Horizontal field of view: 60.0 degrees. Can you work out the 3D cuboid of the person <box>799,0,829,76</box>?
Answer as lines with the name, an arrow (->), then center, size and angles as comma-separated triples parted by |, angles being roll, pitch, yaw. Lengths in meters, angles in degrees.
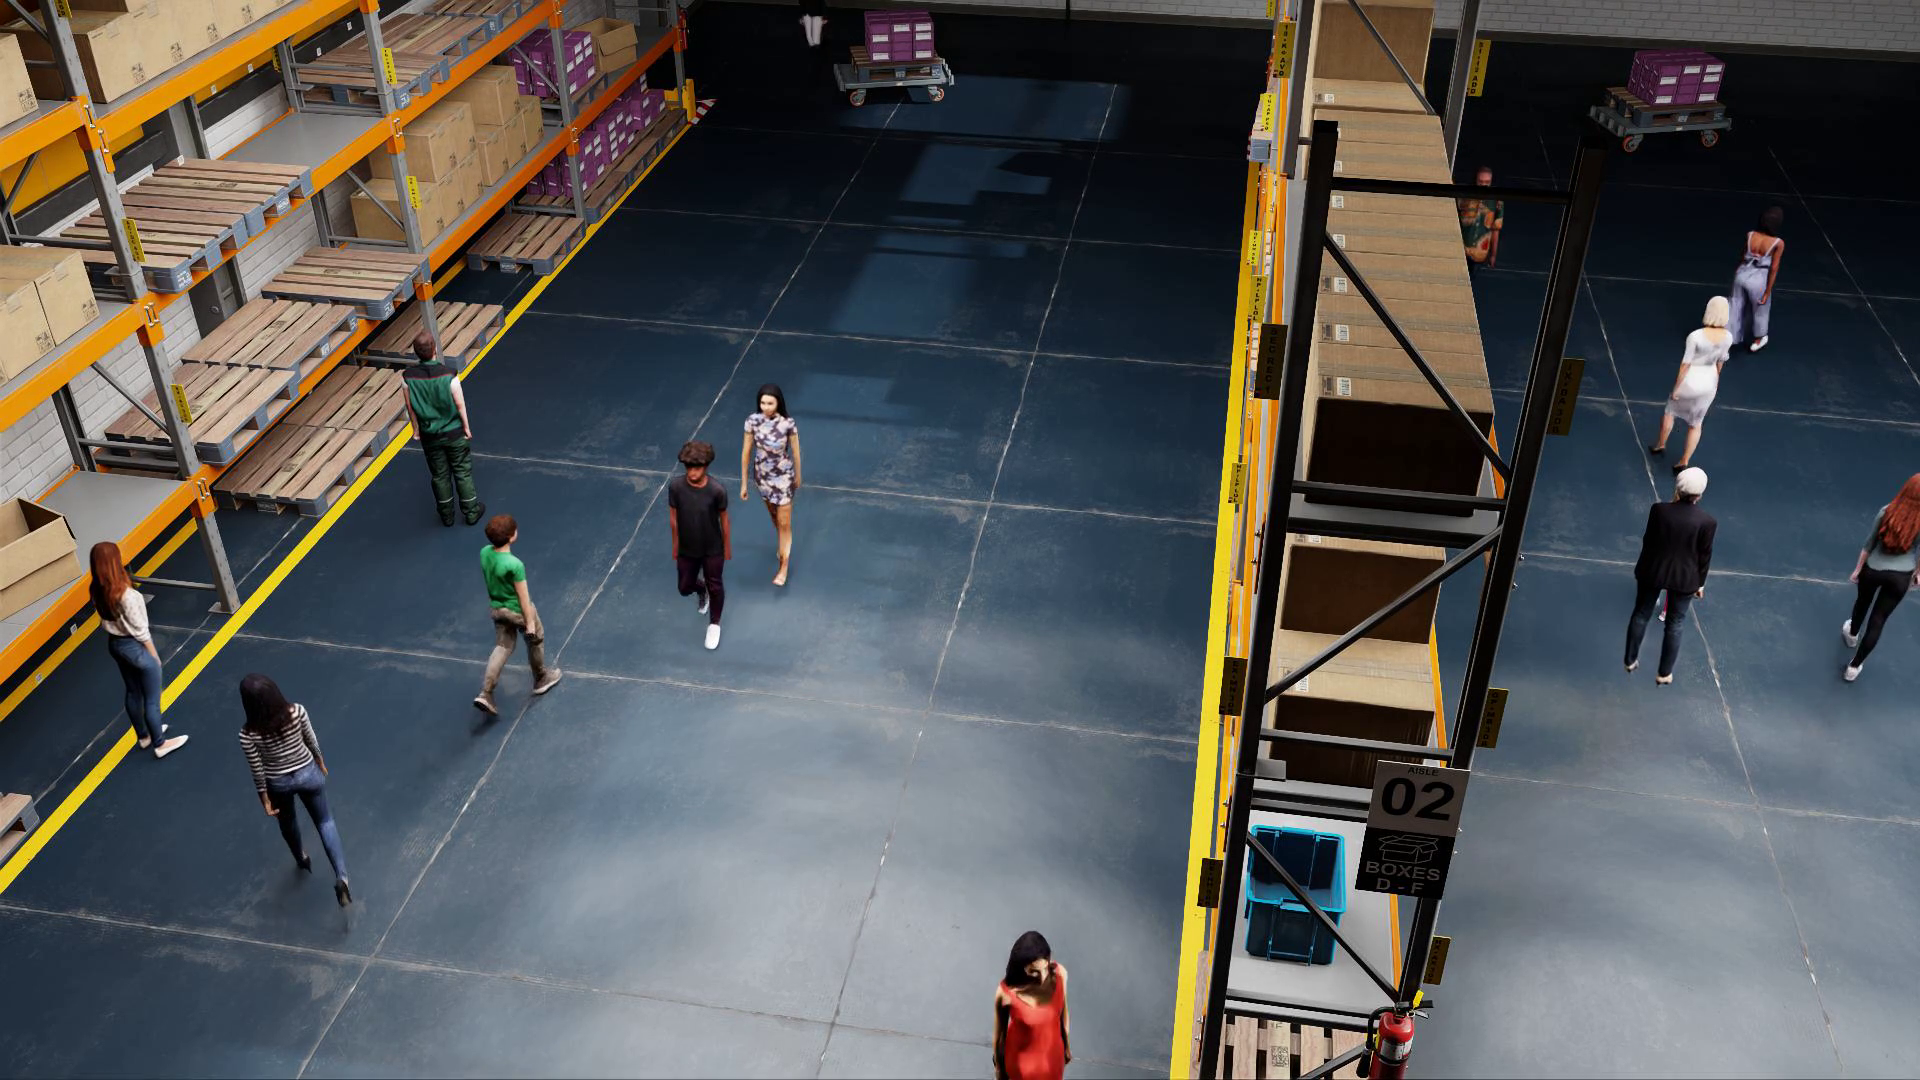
person -> -2.126, -7.757, 24.626 | 0.657, 1.719, 0.725 | 17, 37, 24

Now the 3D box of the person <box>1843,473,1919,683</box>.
person -> 6.934, 0.322, 12.472 | 0.814, 1.718, 1.021 | 17, 37, 24

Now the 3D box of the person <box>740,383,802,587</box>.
person -> -1.519, -0.543, 13.792 | 0.621, 1.697, 1.017 | 4, 34, 6

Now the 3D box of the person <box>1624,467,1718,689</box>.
person -> 5.030, 0.263, 11.702 | 0.808, 1.781, 0.731 | 21, 39, 28

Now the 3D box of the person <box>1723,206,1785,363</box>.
person -> 7.962, -2.536, 16.817 | 0.906, 1.668, 1.067 | 27, 42, 34

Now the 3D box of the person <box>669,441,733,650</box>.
person -> -2.006, -0.026, 12.946 | 0.673, 1.772, 0.847 | 2, 34, 4

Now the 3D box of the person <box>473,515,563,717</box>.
person -> -3.344, 0.567, 12.186 | 0.836, 1.627, 1.111 | 19, 38, 26

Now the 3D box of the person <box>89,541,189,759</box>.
person -> -5.874, 0.776, 11.783 | 0.636, 1.724, 0.632 | 17, 37, 24

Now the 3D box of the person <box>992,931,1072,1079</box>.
person -> 0.355, 2.685, 8.931 | 0.925, 1.702, 1.022 | -17, 37, -24

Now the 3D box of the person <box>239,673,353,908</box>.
person -> -4.175, 1.593, 10.514 | 1.033, 1.769, 1.114 | -21, 39, -28

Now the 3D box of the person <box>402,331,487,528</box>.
person -> -4.449, -0.954, 14.279 | 0.703, 1.841, 0.658 | -3, 34, -4

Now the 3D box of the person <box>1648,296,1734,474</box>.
person -> 6.648, -1.330, 14.943 | 0.680, 1.732, 0.811 | -1, 34, -1

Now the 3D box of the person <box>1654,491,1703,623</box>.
person -> 5.716, 0.065, 13.261 | 0.641, 1.271, 0.584 | -24, 40, -31

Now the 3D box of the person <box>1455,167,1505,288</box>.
person -> 5.395, -3.109, 17.579 | 0.749, 1.777, 1.184 | 3, 34, 4
